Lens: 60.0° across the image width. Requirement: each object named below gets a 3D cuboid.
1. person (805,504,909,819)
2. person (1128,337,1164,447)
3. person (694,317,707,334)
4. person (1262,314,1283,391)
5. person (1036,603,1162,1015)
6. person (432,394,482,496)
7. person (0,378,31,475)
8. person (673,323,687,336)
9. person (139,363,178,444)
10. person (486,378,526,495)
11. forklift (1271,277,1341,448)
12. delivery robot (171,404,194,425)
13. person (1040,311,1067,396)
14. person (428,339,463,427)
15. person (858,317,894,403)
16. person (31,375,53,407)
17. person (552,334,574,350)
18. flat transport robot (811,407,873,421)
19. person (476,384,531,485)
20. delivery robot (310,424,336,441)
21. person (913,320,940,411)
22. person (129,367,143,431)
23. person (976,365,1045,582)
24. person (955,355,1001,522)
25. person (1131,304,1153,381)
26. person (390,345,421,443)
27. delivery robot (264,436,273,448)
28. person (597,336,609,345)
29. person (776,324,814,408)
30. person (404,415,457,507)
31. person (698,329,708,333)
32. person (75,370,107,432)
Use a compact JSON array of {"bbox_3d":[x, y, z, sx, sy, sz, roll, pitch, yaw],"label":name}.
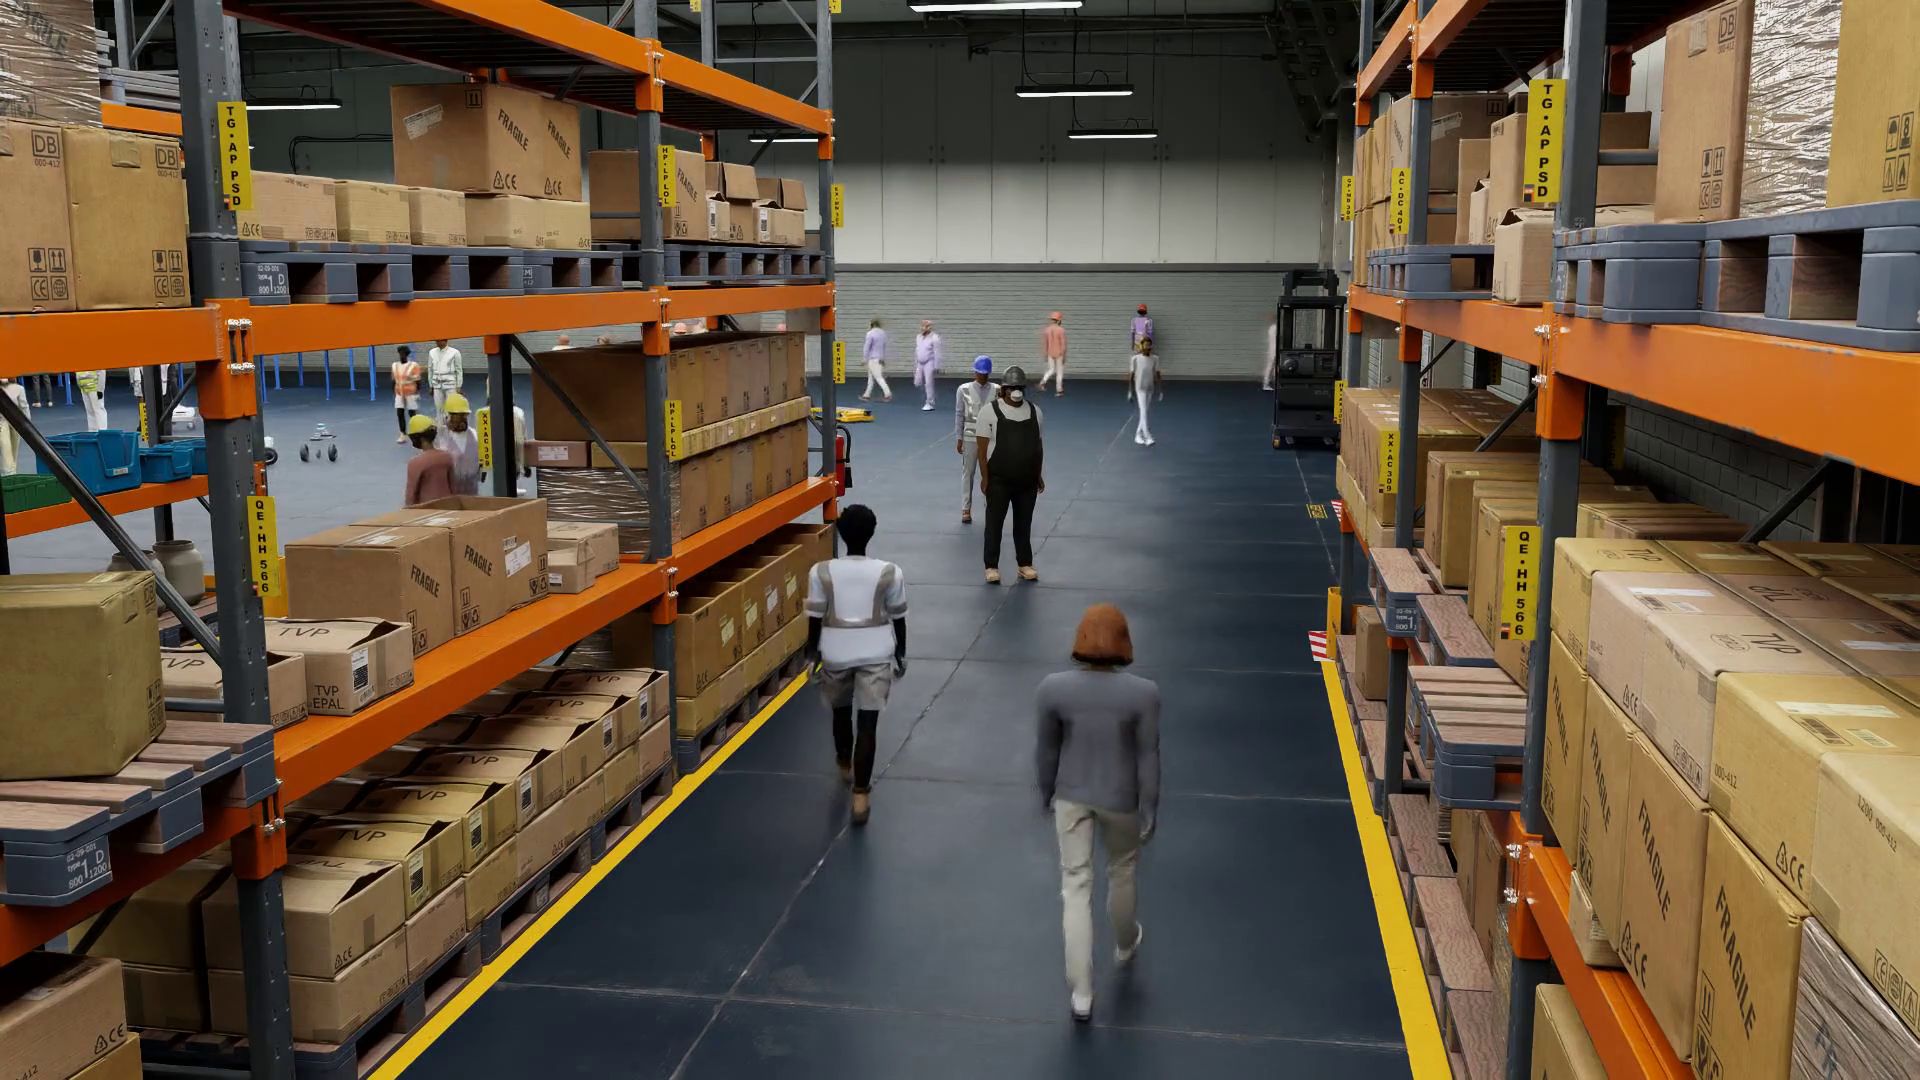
[{"bbox_3d":[-0.548,0.625,9.101,0.551,1.655,0.849,0,9,2],"label":"person"},{"bbox_3d":[3.127,-2.487,27.843,0.545,1.816,0.970,-3,10,-16],"label":"person"},{"bbox_3d":[-6.142,-4.473,39.843,0.417,1.895,0.671,-2,9,-10],"label":"person"},{"bbox_3d":[7.803,-4.544,40.381,0.960,1.855,0.673,-2,9,-13],"label":"person"},{"bbox_3d":[0.568,1.039,6.741,0.515,1.593,0.813,2,9,13],"label":"person"},{"bbox_3d":[-4.674,-0.460,15.455,0.599,1.786,0.942,-9,13,-43],"label":"person"},{"bbox_3d":[-13.304,-1.632,23.274,0.859,1.586,0.501,9,13,44],"label":"person"},{"bbox_3d":[-4.974,-2.872,29.661,0.622,1.997,0.372,-1,9,-4],"label":"person"},{"bbox_3d":[-12.640,-2.275,26.253,0.588,1.914,0.377,0,9,3],"label":"person"},{"bbox_3d":[-5.968,-1.530,21.778,0.533,1.870,0.315,7,12,37],"label":"person"},{"bbox_3d":[5.847,-3.016,27.970,1.129,2.768,1.873,1,9,9],"label":"forklift"},{"bbox_3d":[-14.436,-2.318,30.525,0.707,0.478,0.477,-4,10,-23],"label":"delivery robot"},{"bbox_3d":[2.210,-4.352,38.859,0.619,1.976,0.643,9,13,43],"label":"person"},{"bbox_3d":[-8.746,-2.617,28.247,0.608,1.943,0.402,2,9,14],"label":"person"},{"bbox_3d":[-1.855,-4.022,37.084,0.988,1.903,0.641,5,10,28],"label":"person"},{"bbox_3d":[-19.797,-3.780,35.732,0.328,1.844,0.511,8,13,42],"label":"person"},{"bbox_3d":[-8.120,-3.423,34.188,0.536,1.627,0.359,-2,10,-15],"label":"person"},{"bbox_3d":[-2.417,-2.493,32.767,0.652,0.197,1.431,-9,13,-43],"label":"flat transport robot"},{"bbox_3d":[-4.896,-0.844,17.773,0.895,1.801,0.595,6,11,32],"label":"person"},{"bbox_3d":[-9.924,-1.686,25.817,0.335,0.223,0.698,-1,9,-7],"label":"delivery robot"},{"bbox_3d":[-0.713,-3.666,34.885,0.671,1.890,0.438,9,13,43],"label":"person"},{"bbox_3d":[-14.920,-2.970,30.440,0.545,1.941,0.347,-8,12,-39],"label":"person"},{"bbox_3d":[0.512,-0.608,15.697,0.674,2.000,0.535,-3,10,-20],"label":"person"},{"bbox_3d":[0.243,-1.189,19.452,0.603,1.942,0.399,-2,9,-12],"label":"person"},{"bbox_3d":[4.819,-5.222,44.004,0.607,2.048,0.367,4,10,23],"label":"person"},{"bbox_3d":[-9.413,-2.502,28.364,0.557,1.681,0.501,2,9,13],"label":"person"},{"bbox_3d":[-10.756,-1.432,25.062,0.707,0.478,0.477,-9,13,-43],"label":"delivery robot"},{"bbox_3d":[-7.188,-3.321,33.688,0.506,1.588,0.898,2,9,14],"label":"person"},{"bbox_3d":[-3.295,-3.325,32.809,0.982,1.889,0.599,-7,12,-37],"label":"person"},{"bbox_3d":[-4.466,-0.211,14.150,0.943,1.710,0.529,3,10,19],"label":"person"},{"bbox_3d":[-5.484,-3.561,34.785,0.772,1.712,0.500,-2,9,-11],"label":"person"},{"bbox_3d":[-14.714,-2.549,28.167,0.622,1.840,0.430,7,11,35],"label":"person"}]
